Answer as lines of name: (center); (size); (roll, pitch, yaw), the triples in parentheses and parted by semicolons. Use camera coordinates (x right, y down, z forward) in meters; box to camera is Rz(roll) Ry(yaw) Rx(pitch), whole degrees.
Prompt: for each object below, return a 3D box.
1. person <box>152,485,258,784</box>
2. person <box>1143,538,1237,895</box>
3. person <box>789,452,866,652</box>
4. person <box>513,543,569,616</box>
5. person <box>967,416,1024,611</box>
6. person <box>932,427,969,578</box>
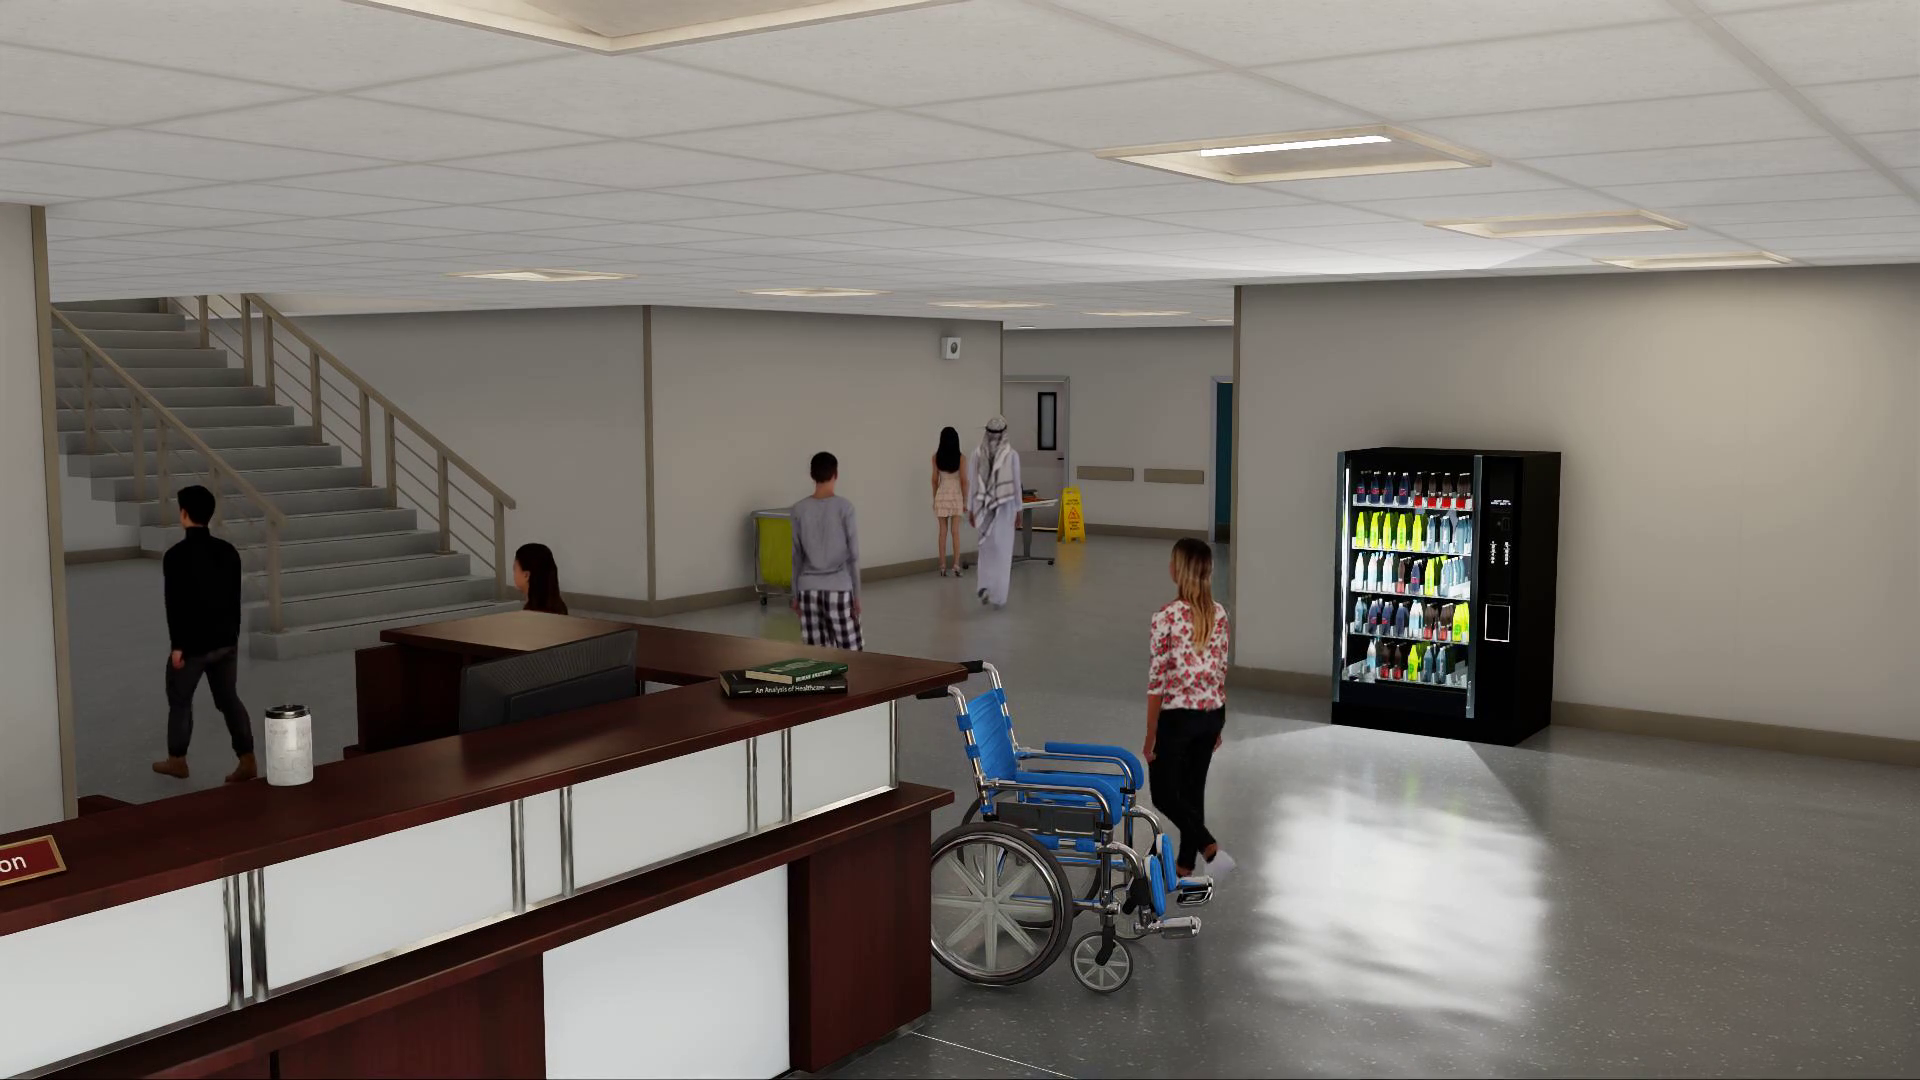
person: (-4.207, 0.569, 9.353); (1.073, 1.690, 0.681); (4, 7, 32)
person: (1.046, 0.816, 7.275); (0.785, 1.614, 0.955); (-4, 7, -33)
person: (-0.878, 0.363, 10.677); (0.748, 1.835, 0.824); (1, 6, 11)
person: (-1.915, 0.785, 7.930); (0.864, 1.545, 0.690); (2, 6, 15)
person: (0.327, -0.249, 16.368); (0.830, 1.914, 0.887); (1, 6, 14)
person: (-0.131, -0.439, 19.149); (0.577, 1.735, 0.697); (1, 6, 14)
